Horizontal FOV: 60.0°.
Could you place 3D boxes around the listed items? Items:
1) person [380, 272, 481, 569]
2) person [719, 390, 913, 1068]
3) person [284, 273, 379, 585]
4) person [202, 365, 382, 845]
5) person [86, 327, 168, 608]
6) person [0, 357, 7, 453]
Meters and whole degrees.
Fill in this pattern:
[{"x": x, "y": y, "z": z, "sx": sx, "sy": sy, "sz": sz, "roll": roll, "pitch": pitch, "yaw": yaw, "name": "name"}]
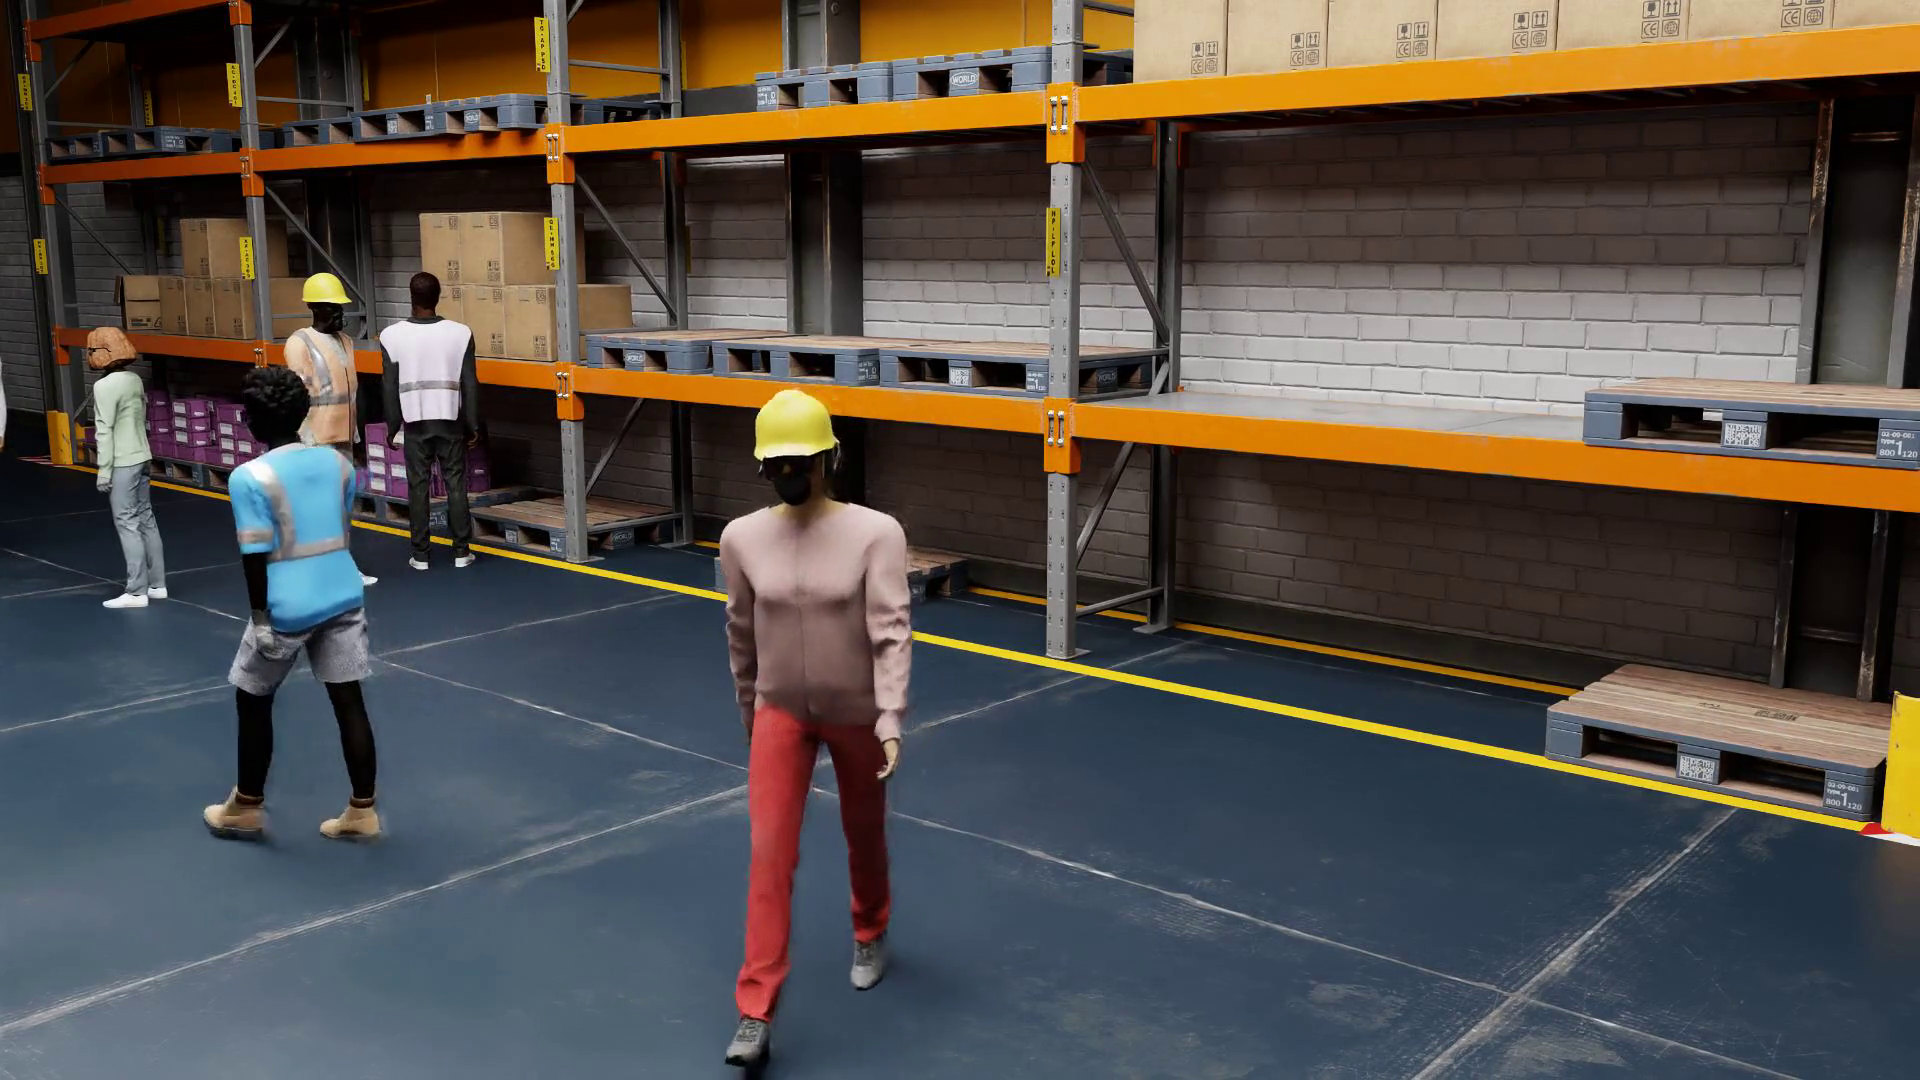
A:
[{"x": -3.412, "y": -0.764, "z": 10.770, "sx": 0.597, "sy": 1.921, "sz": 0.383, "roll": -3, "pitch": 11, "yaw": -19, "name": "person"}, {"x": -0.375, "y": 0.465, "z": 4.370, "sx": 0.534, "sy": 1.714, "sz": 0.934, "roll": 1, "pitch": 10, "yaw": 7, "name": "person"}, {"x": -3.797, "y": -0.640, "z": 10.049, "sx": 0.371, "sy": 1.927, "sz": 0.588, "roll": 2, "pitch": 10, "yaw": 10, "name": "person"}, {"x": -2.353, "y": 0.232, "z": 5.798, "sx": 0.748, "sy": 1.667, "sz": 0.547, "roll": 5, "pitch": 11, "yaw": 27, "name": "person"}, {"x": -4.855, "y": -0.421, "z": 9.664, "sx": 0.284, "sy": 1.624, "sz": 0.494, "roll": -1, "pitch": 10, "yaw": -5, "name": "person"}, {"x": -6.588, "y": -0.739, "z": 10.910, "sx": 0.617, "sy": 1.820, "sz": 0.431, "roll": -8, "pitch": 13, "yaw": -38, "name": "person"}]
